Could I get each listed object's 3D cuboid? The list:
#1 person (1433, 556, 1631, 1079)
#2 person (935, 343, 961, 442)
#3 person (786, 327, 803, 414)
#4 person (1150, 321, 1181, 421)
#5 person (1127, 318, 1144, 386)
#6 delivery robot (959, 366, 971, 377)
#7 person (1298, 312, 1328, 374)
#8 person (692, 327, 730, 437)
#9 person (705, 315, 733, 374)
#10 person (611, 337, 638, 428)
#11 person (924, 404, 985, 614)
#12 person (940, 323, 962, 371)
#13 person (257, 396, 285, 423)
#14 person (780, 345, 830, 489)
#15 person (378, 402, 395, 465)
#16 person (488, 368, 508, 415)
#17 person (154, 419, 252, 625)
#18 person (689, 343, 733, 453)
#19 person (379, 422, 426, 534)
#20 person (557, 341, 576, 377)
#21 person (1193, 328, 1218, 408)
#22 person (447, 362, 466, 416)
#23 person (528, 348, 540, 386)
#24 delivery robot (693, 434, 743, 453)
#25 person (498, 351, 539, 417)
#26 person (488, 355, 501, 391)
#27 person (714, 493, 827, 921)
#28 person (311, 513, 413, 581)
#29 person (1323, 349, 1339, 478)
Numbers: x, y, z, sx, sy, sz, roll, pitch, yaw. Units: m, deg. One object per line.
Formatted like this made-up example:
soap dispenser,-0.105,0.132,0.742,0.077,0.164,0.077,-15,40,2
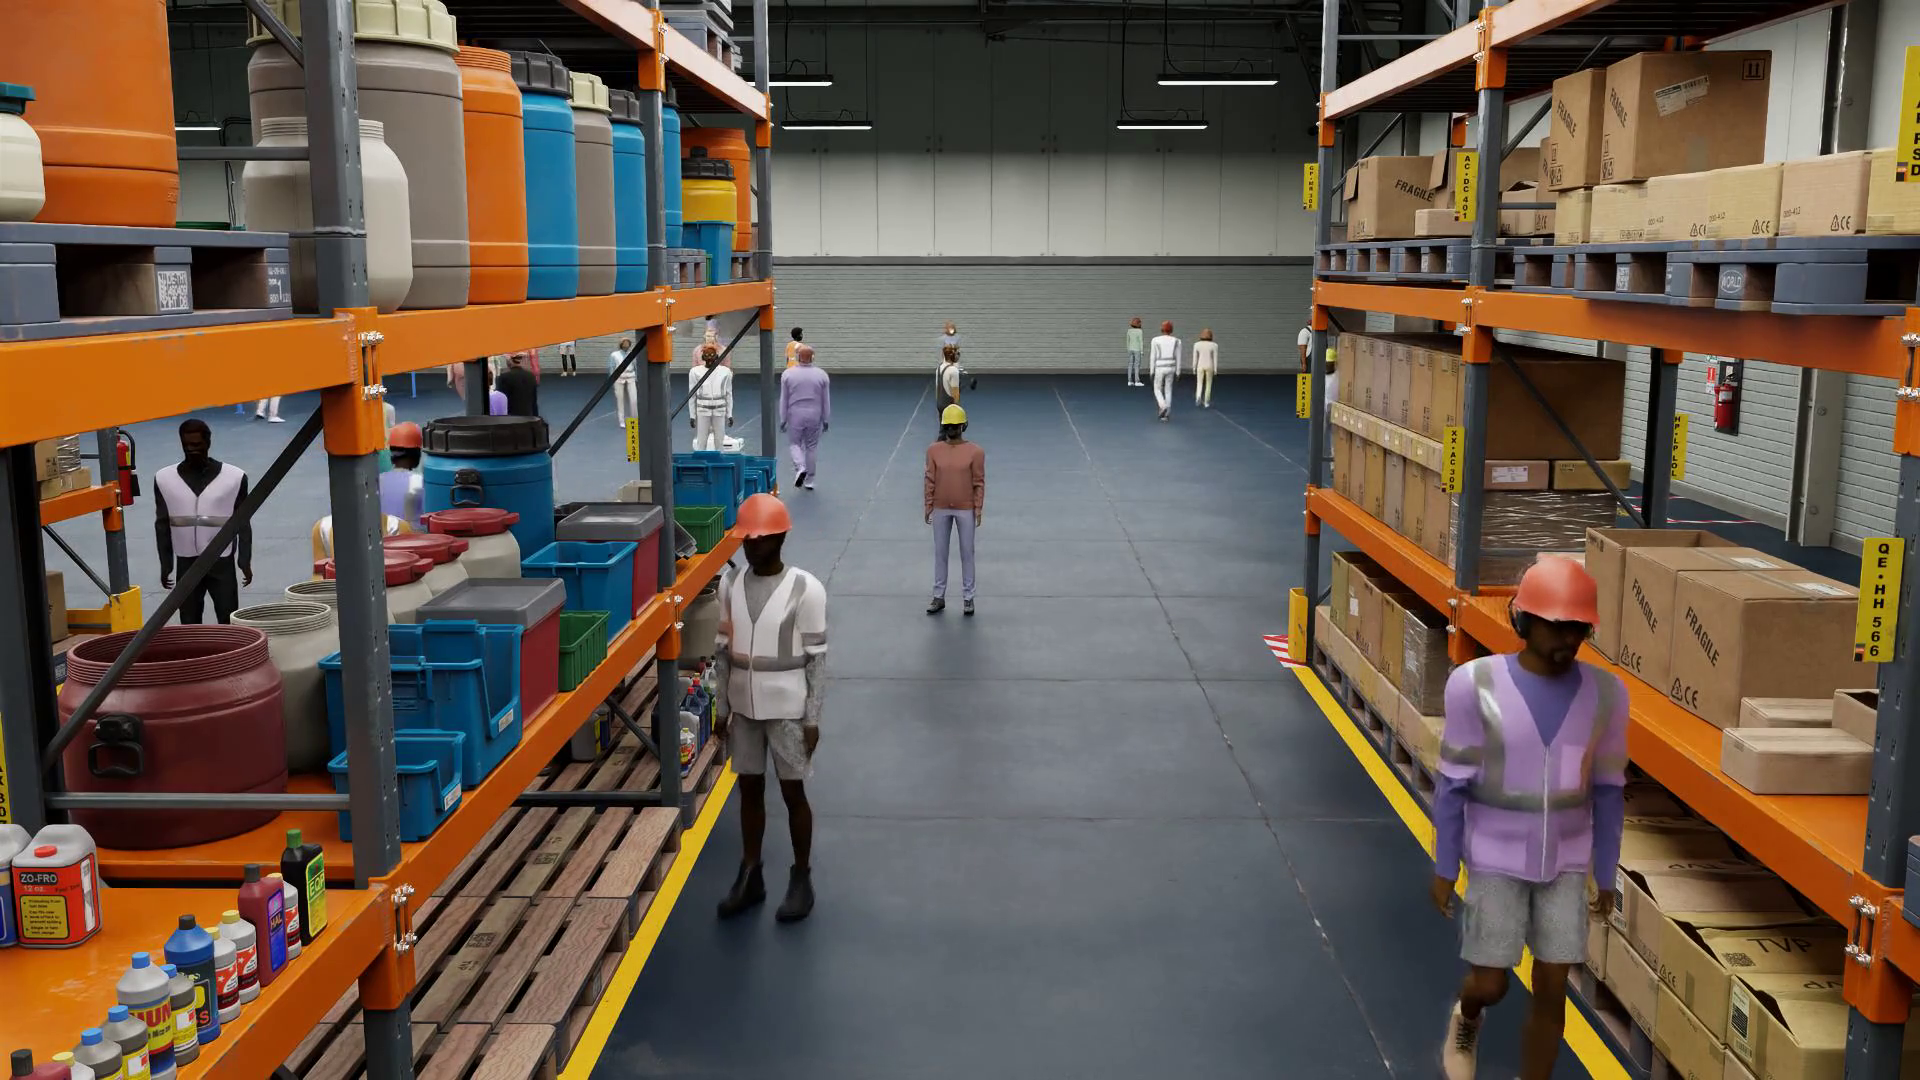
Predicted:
person,1.871,1.031,5.521,0.626,2.023,0.585,0,9,0
person,-0.148,-1.794,22.974,0.326,1.843,0.516,-6,11,-31
person,-3.191,-3.301,32.438,0.320,1.698,0.537,-7,12,-37
person,3.844,-3.166,31.120,0.598,1.866,0.428,-1,10,-6
person,4.217,-4.515,39.907,0.276,1.632,0.507,-8,13,-41
delivery robot,0.039,-3.928,38.686,0.335,0.223,0.698,4,10,22
person,6.924,-3.438,32.366,0.684,2.000,0.538,-7,12,-38
person,-4.134,-2.610,27.717,0.652,1.884,0.757,1,10,9
person,-6.068,-4.848,41.138,0.862,1.898,0.593,0,9,2
person,-5.953,-2.788,29.627,0.536,1.617,0.667,-4,10,-23
person,-0.052,-0.262,14.036,0.525,1.769,0.308,2,10,12
person,-0.215,-4.051,37.171,0.515,1.619,0.448,-3,10,-18
person,-12.720,-3.108,30.833,0.754,1.874,0.405,4,10,25
person,-2.009,-1.592,21.632,0.664,1.888,0.464,-2,10,-12
person,-6.562,-1.003,18.556,0.526,1.731,0.831,-5,11,-28
person,-5.077,-0.959,17.974,0.373,1.843,0.571,4,10,24
person,-5.077,0.136,11.204,0.590,1.916,0.389,-2,10,-14
person,-3.303,-1.664,22.078,0.579,1.882,0.342,-2,10,-14
person,-3.743,0.148,11.263,0.534,1.884,0.979,5,11,26
person,-10.181,-5.076,43.064,0.540,1.698,0.317,-7,12,-37
person,4.989,-3.488,33.799,0.513,1.616,0.506,2,10,14
person,-8.633,-2.834,29.203,0.633,1.858,0.969,2,10,15
person,-10.251,-4.557,39.788,0.332,1.759,0.523,-5,11,-28
delivery robot,-3.497,-1.356,24.055,0.707,0.478,0.477,-1,10,-3
person,-5.498,-1.501,20.879,0.946,1.962,0.607,4,10,24
person,-8.659,-3.045,30.237,0.614,1.922,0.780,-2,10,-12
person,-0.872,0.746,7.482,0.549,1.936,0.369,4,10,23
person,-3.223,0.498,9.005,0.543,1.928,0.374,-1,10,-6
person,5.006,-1.700,22.611,0.596,1.785,0.923,4,10,21
